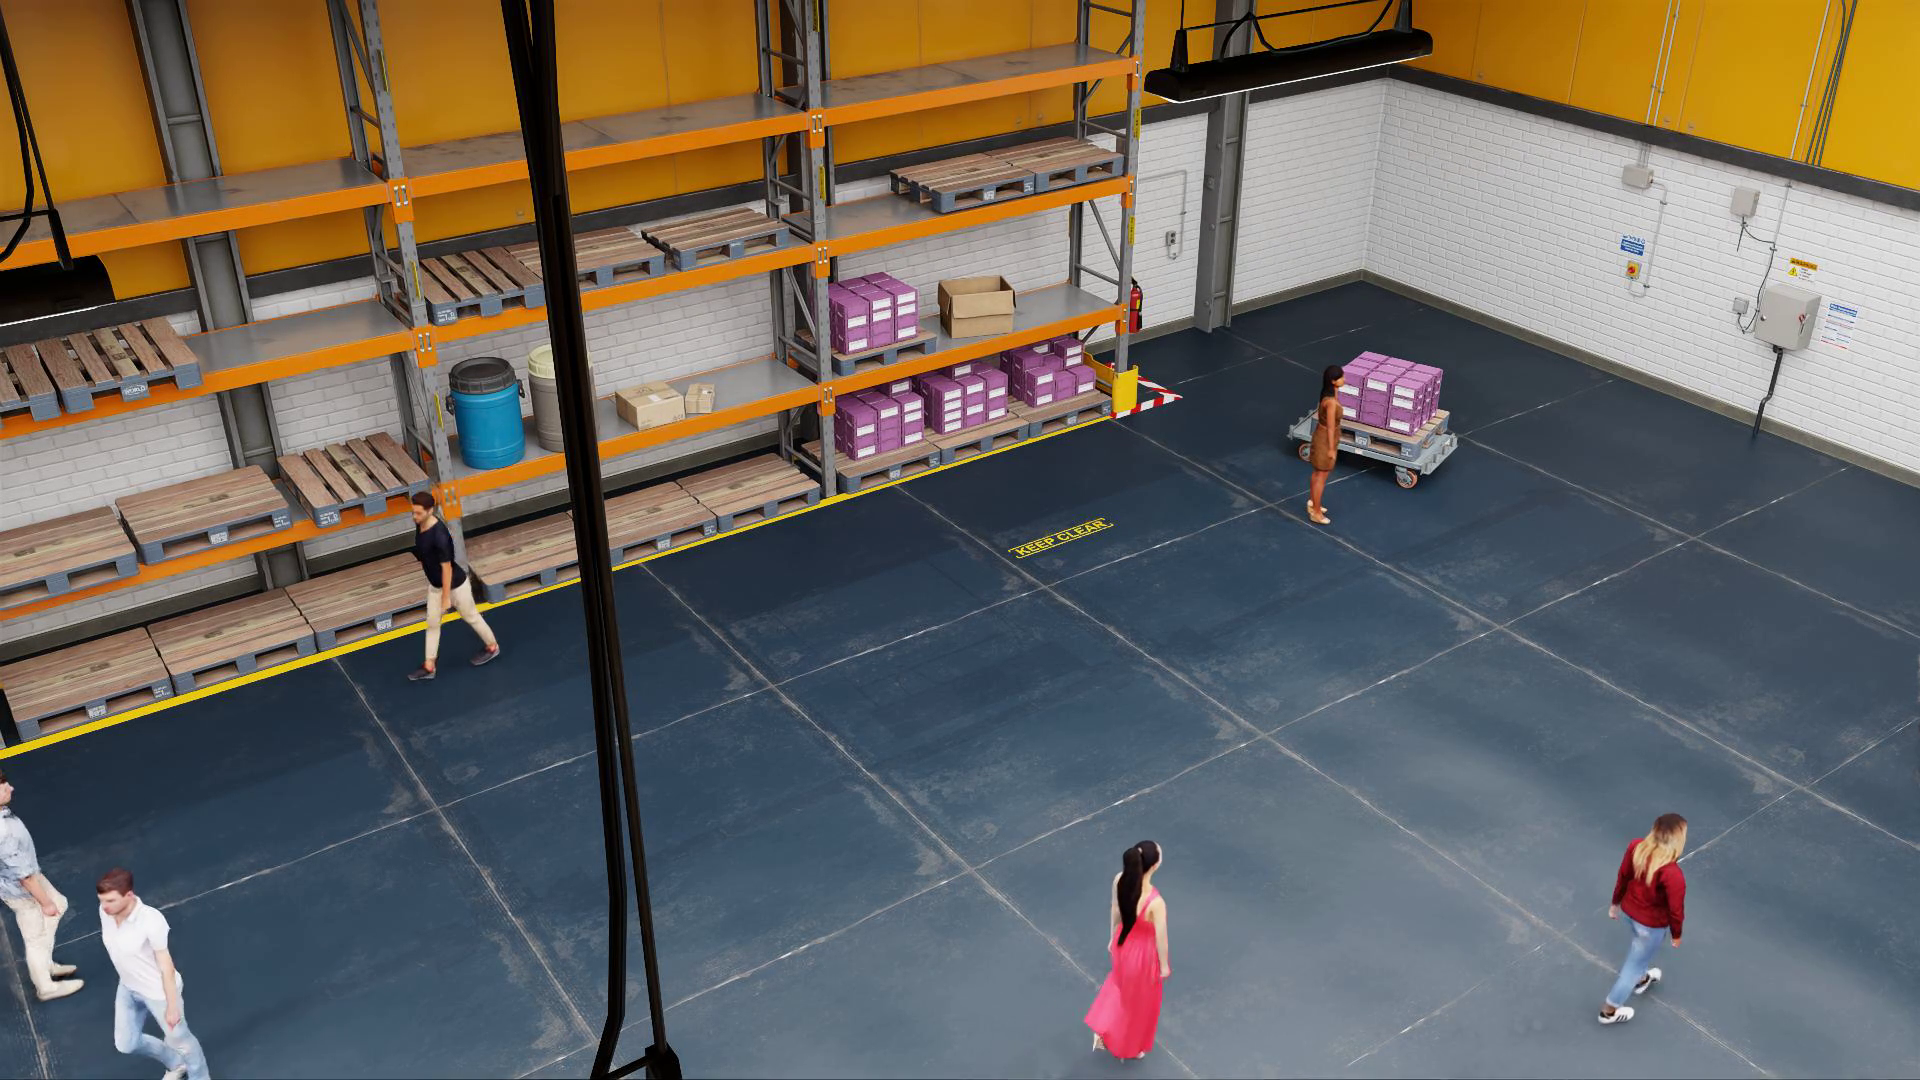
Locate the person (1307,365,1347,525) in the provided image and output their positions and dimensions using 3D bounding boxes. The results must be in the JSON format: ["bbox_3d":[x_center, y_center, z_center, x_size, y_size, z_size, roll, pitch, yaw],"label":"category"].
[{"bbox_3d":[3.715,-0.986,16.897,0.689,1.690,0.643,3,29,5],"label":"person"}]

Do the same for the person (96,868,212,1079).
[{"bbox_3d":[-4.829,2.656,10.067,0.797,1.837,0.820,11,31,20],"label":"person"}]

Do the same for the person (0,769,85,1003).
[{"bbox_3d":[-6.169,2.276,10.762,0.611,1.840,0.667,-20,34,-32],"label":"person"}]

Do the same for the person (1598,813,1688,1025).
[{"bbox_3d":[4.333,2.456,10.672,0.934,1.609,0.735,-10,30,-18],"label":"person"}]

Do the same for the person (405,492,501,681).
[{"bbox_3d":[-4.342,0.341,14.347,1.162,1.804,0.810,-25,37,-37],"label":"person"}]

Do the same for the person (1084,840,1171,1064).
[{"bbox_3d":[1.027,2.613,10.277,0.707,1.713,0.603,-19,34,-31],"label":"person"}]
